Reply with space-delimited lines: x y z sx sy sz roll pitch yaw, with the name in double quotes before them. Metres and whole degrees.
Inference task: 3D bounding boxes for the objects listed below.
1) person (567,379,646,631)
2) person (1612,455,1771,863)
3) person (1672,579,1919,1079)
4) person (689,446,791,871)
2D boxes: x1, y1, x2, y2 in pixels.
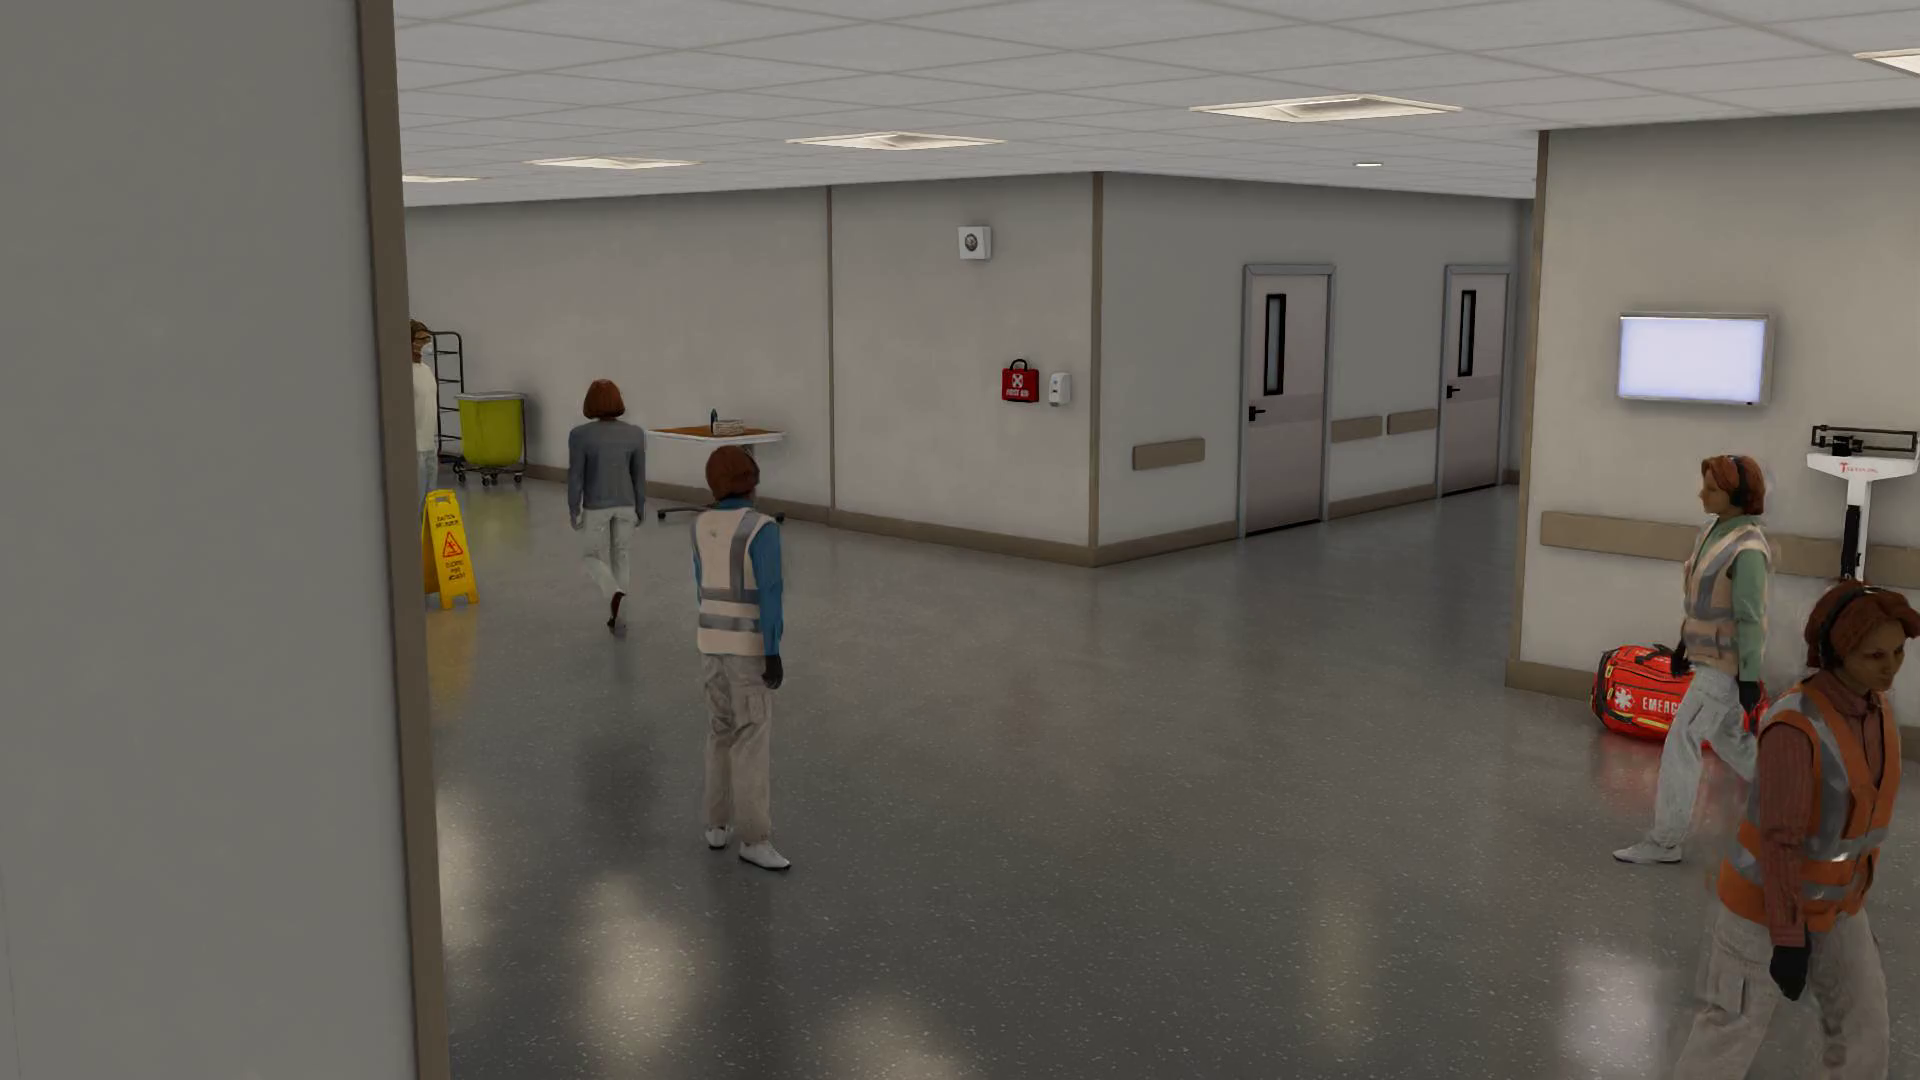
"person" -2.181 -0.191 10.392 0.508 1.622 0.579 -6 11 -32
"person" 2.979 0.467 6.374 0.768 1.607 0.514 2 9 12
"person" 1.980 0.871 3.889 0.533 1.605 0.720 -6 11 -32
"person" -0.830 0.449 6.484 0.321 1.611 0.645 -8 13 -42
